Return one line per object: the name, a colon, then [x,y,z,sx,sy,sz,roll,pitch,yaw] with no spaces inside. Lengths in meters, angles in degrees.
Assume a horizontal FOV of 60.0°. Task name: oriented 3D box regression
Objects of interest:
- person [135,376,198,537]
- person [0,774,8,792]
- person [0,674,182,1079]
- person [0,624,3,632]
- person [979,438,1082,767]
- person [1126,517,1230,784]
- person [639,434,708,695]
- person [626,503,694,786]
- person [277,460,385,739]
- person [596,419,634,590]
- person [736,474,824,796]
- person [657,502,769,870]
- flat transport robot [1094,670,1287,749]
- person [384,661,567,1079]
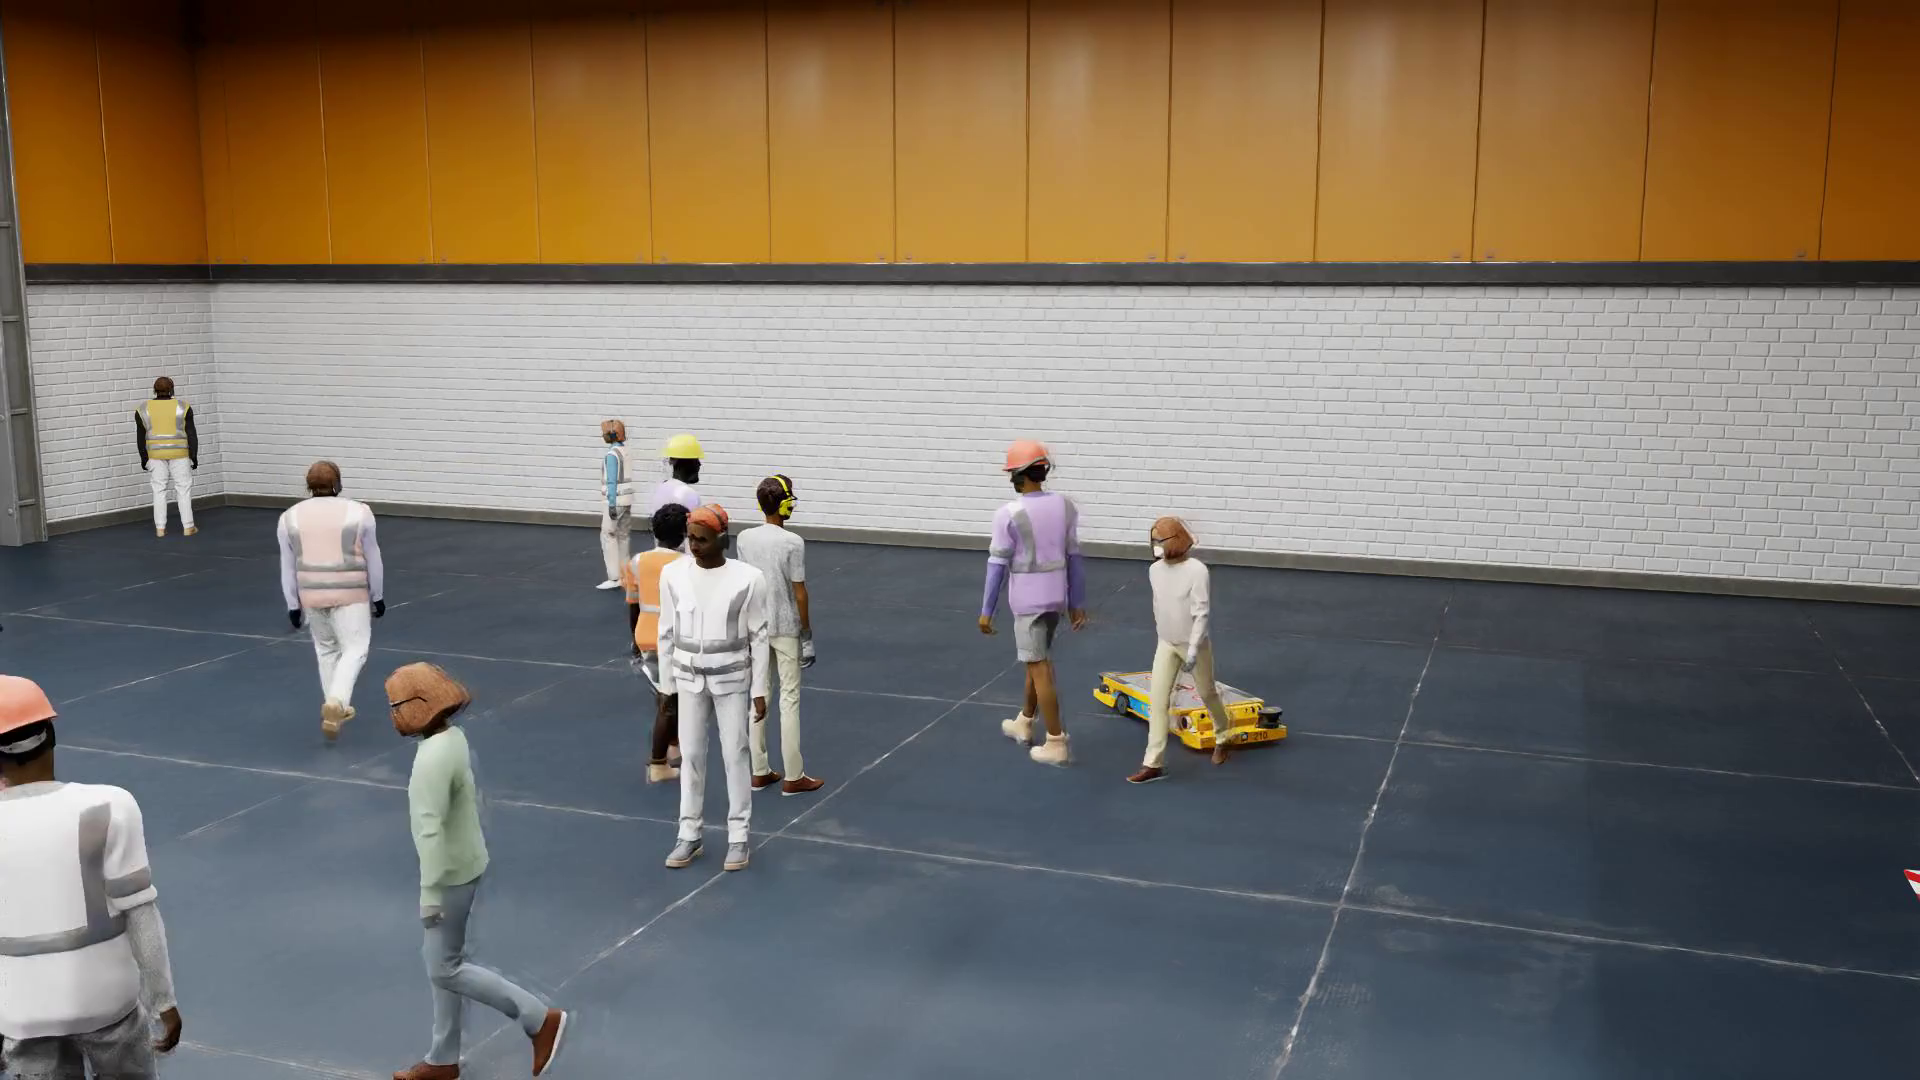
person: [-9.097,-0.958,19.129,0.633,1.842,0.429,-3,10,-17]
person: [-3.911,1.154,6.395,0.527,1.728,0.843,-4,10,-22]
person: [-2.566,1.322,4.799,0.610,1.899,0.425,-3,9,-15]
person: [-8.178,-0.051,13.303,0.575,1.900,0.902,4,10,22]
person: [0.389,0.373,10.351,0.628,2.002,0.891,-7,12,-38]
person: [1.353,0.634,10.065,0.507,1.577,0.886,8,12,42]
person: [-1.981,0.211,11.660,0.505,1.910,0.610,-5,11,-30]
person: [-1.684,0.603,10.012,0.531,1.663,0.737,6,11,31]
person: [-4.116,0.385,10.890,0.628,1.816,0.781,0,9,-2]
person: [-3.303,-0.342,15.965,0.362,1.637,0.528,1,9,8]
person: [-1.059,0.551,9.684,0.517,1.871,0.327,6,11,31]
person: [-1.258,0.740,8.461,0.581,1.884,0.344,2,9,10]
flat transport robot: [1.523,1.103,11.202,0.652,0.197,1.431,-4,10,-23]
person: [-1.811,1.247,6.161,0.586,1.602,0.560,-1,9,-8]
